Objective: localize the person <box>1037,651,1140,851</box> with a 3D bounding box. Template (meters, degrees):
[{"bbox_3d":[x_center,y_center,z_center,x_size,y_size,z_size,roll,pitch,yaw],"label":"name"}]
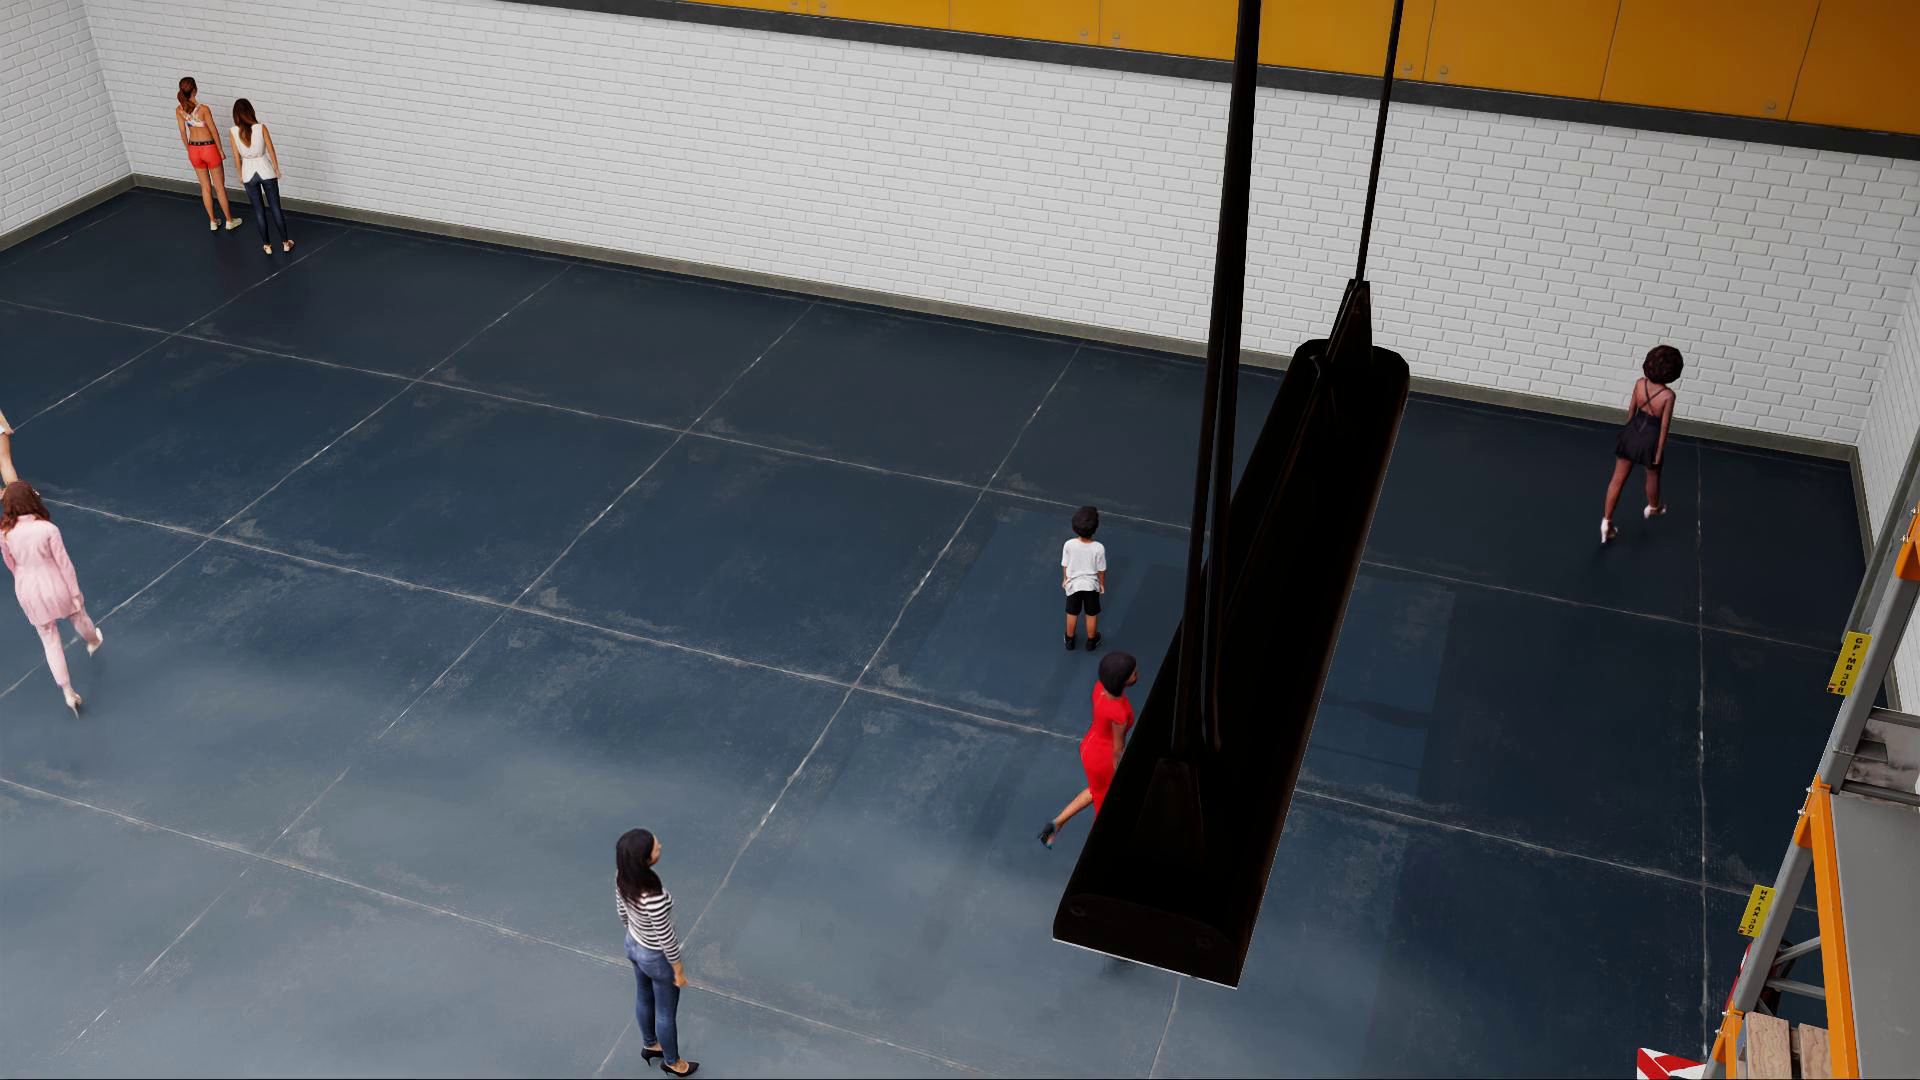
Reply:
[{"bbox_3d":[0.826,1.416,10.484,0.901,1.729,0.884,-7,34,-11],"label":"person"}]

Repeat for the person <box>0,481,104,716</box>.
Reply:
[{"bbox_3d":[-6.540,0.466,11.894,1.030,1.750,1.182,-9,35,-14],"label":"person"}]

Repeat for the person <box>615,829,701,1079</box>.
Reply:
[{"bbox_3d":[-1.687,2.280,9.124,0.622,1.797,0.641,-28,43,-35],"label":"person"}]

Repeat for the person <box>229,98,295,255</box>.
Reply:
[{"bbox_3d":[-7.890,-4.090,18.718,0.685,1.785,0.724,-11,35,-16],"label":"person"}]

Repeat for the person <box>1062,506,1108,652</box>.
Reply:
[{"bbox_3d":[0.935,0.299,12.588,0.524,1.261,0.541,5,34,8],"label":"person"}]

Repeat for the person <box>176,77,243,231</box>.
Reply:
[{"bbox_3d":[-8.769,-4.479,19.298,0.648,1.789,0.633,1,34,1],"label":"person"}]

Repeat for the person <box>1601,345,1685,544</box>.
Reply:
[{"bbox_3d":[5.562,-0.743,13.705,1.090,1.759,0.915,-24,40,-31],"label":"person"}]
